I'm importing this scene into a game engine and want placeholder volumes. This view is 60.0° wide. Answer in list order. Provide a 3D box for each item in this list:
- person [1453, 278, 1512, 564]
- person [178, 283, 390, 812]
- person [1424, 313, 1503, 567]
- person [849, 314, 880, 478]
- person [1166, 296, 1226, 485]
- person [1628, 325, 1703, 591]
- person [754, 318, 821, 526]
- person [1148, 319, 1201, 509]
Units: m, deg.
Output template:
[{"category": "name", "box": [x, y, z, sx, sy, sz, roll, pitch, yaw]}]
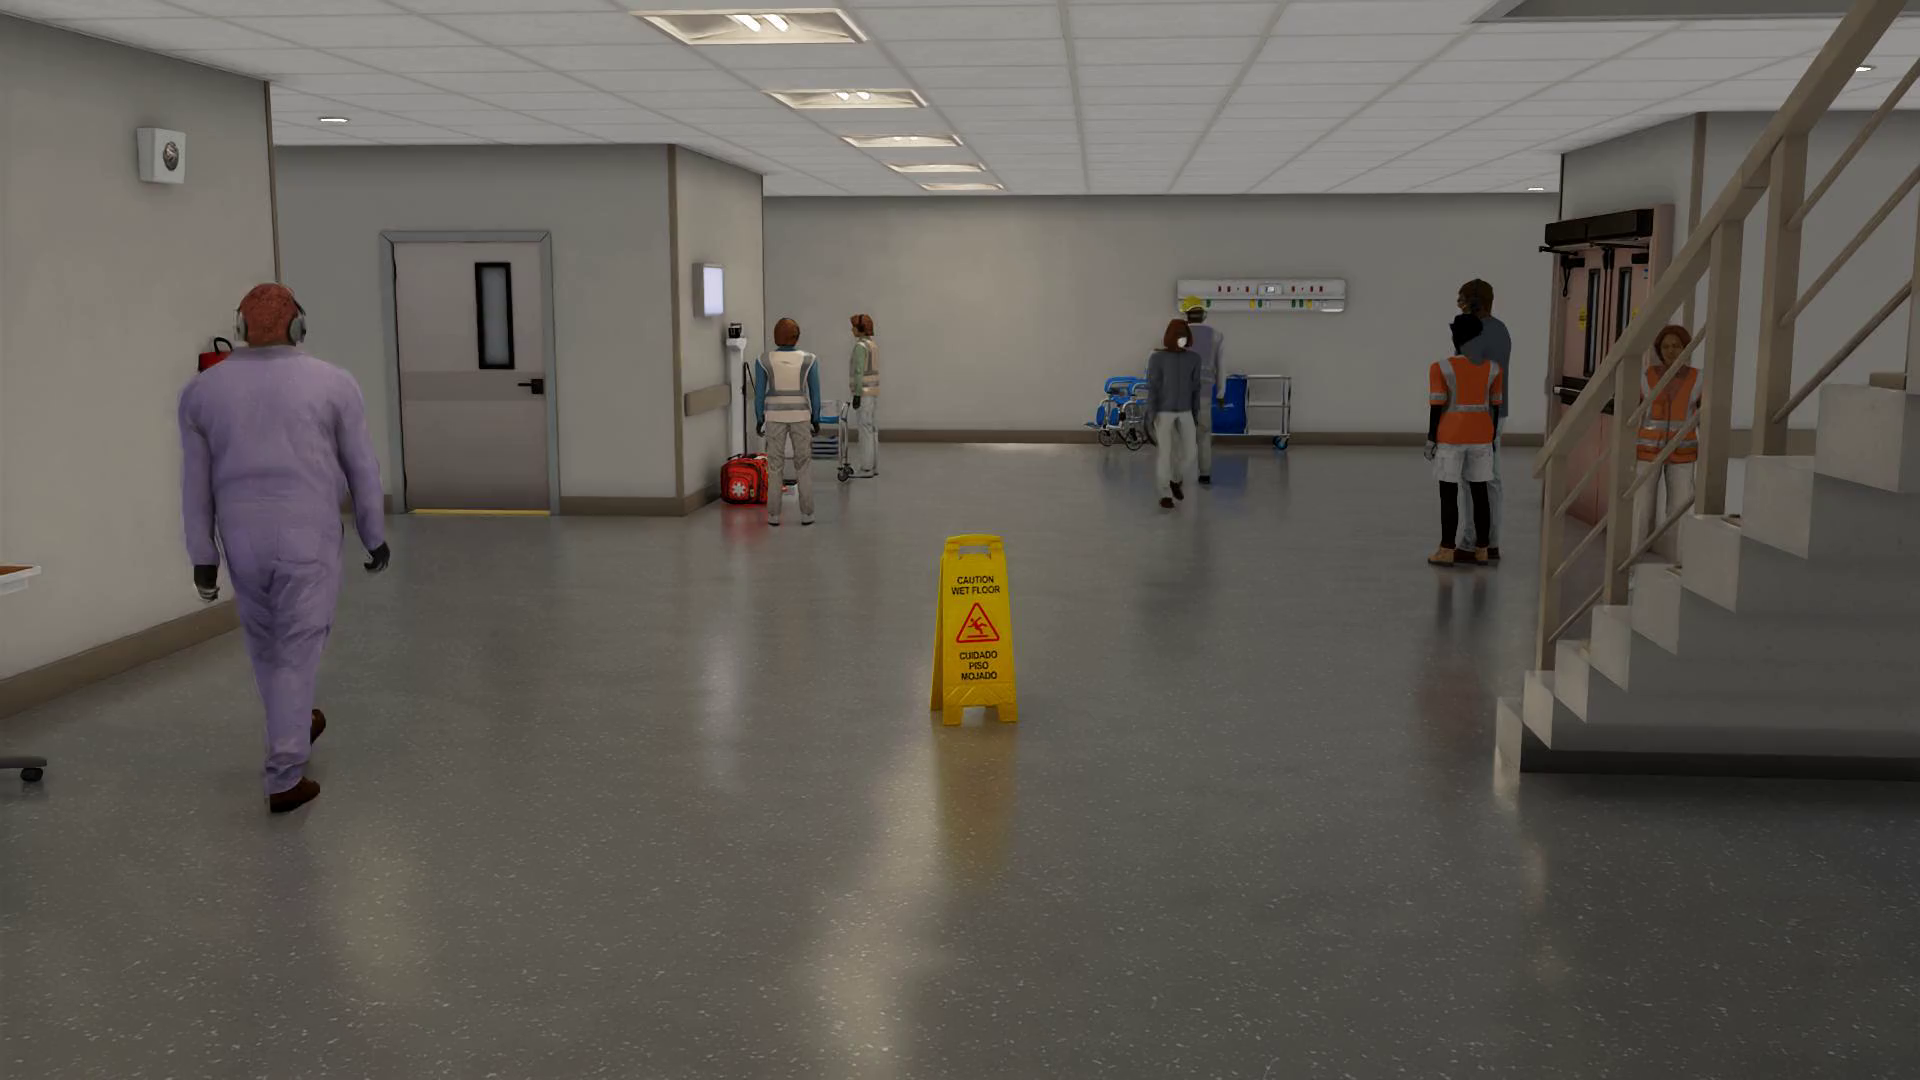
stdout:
[{"category": "person", "box": [3.516, -0.801, 11.289, 0.364, 1.932, 0.631, 7, 11, 40]}, {"category": "person", "box": [-2.455, -0.002, 6.132, 0.647, 1.855, 0.966, 0, 8, 0]}, {"category": "person", "box": [3.361, -0.662, 11.126, 0.539, 1.695, 0.318, -2, 9, -11]}, {"category": "person", "box": [-0.951, -1.433, 16.599, 0.310, 1.631, 0.510, 1, 8, 10]}, {"category": "person", "box": [2.243, -1.423, 15.922, 0.626, 1.811, 0.451, -1, 8, -7]}, {"category": "person", "box": [4.300, -0.488, 10.147, 0.522, 1.636, 0.311, 3, 9, 21]}, {"category": "person", "box": [-1.358, -0.926, 13.114, 0.525, 1.639, 0.307, -1, 8, -7]}, {"category": "person", "box": [1.819, -1.073, 14.195, 0.512, 1.625, 0.391, -3, 9, -17]}]
